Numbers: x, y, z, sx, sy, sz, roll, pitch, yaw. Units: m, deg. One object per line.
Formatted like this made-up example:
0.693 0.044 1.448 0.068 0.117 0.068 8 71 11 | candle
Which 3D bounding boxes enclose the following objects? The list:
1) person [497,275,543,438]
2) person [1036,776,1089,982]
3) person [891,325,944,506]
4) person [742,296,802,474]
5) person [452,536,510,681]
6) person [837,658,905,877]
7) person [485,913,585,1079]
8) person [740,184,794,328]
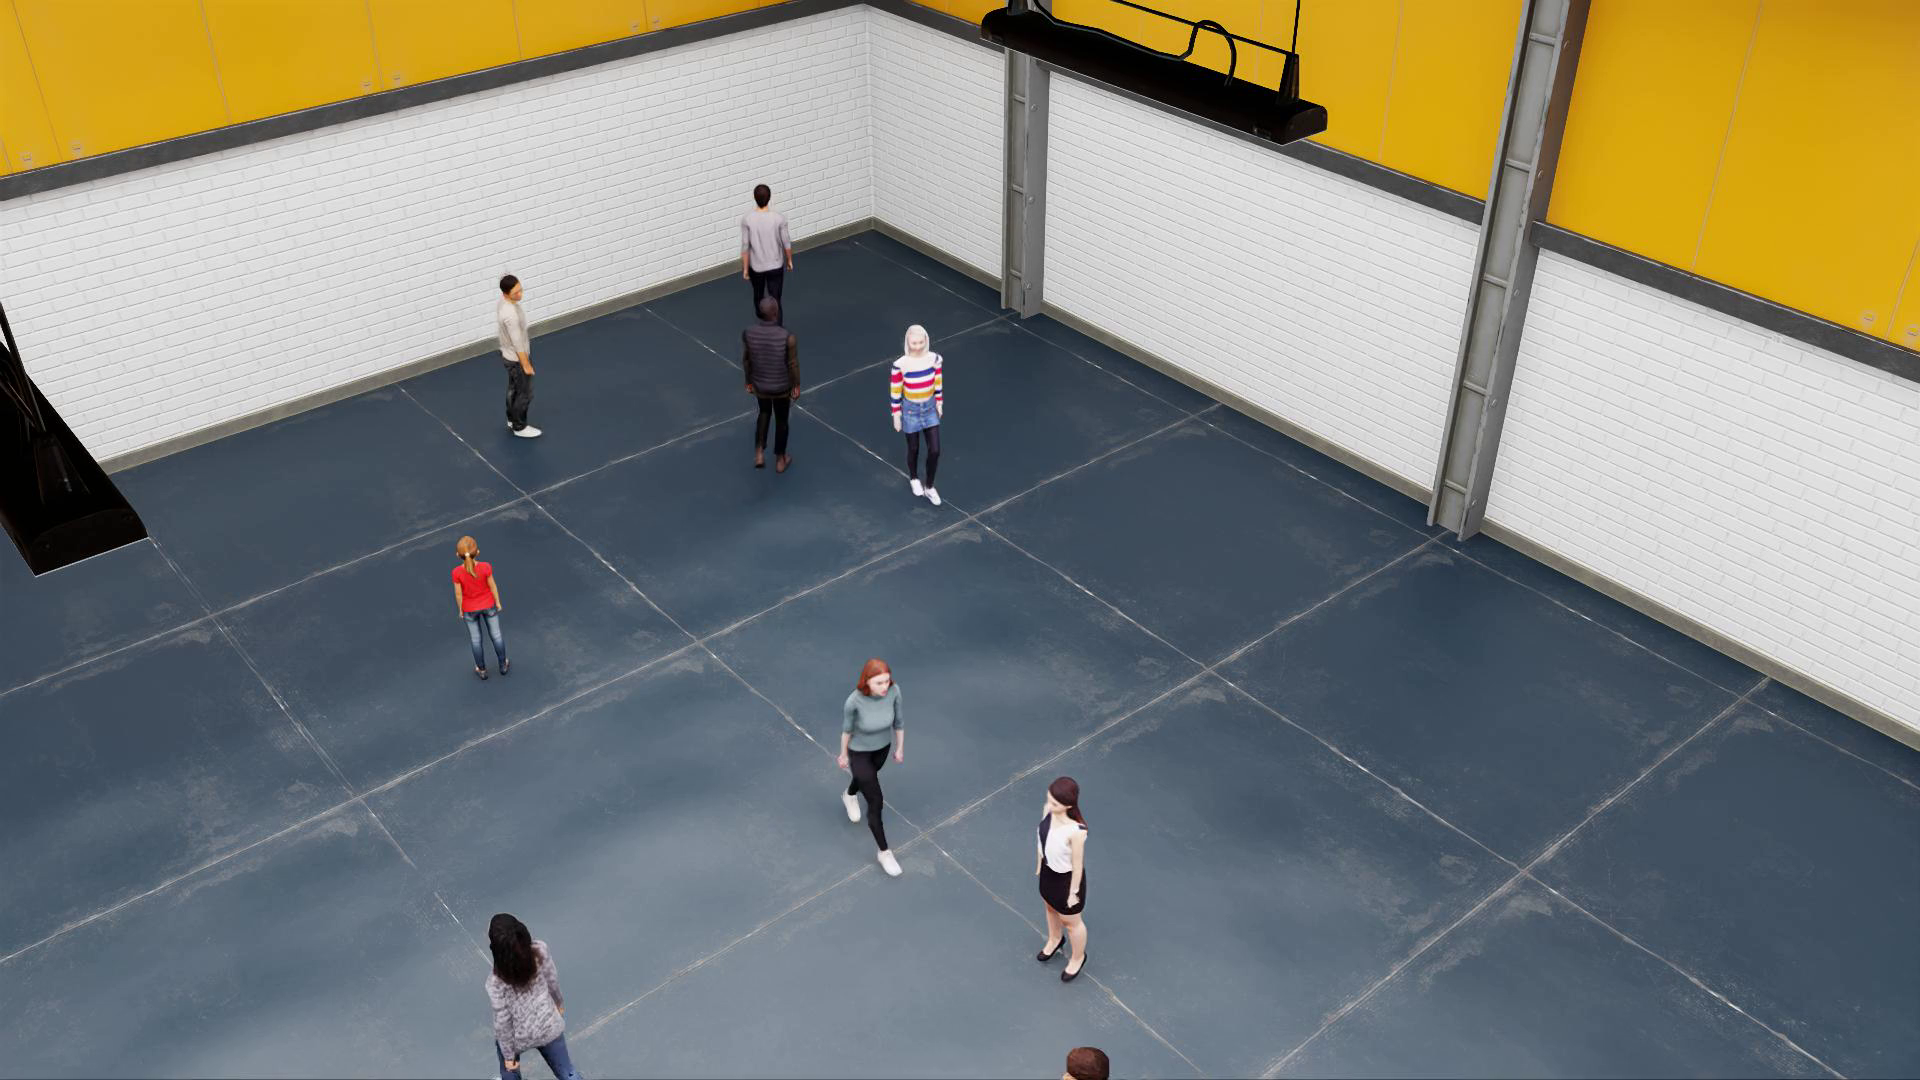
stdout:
-4.397 -1.805 16.319 0.980 1.768 0.644 -22 39 -29 | person
0.651 2.129 10.510 0.615 1.646 0.483 -22 39 -29 | person
-0.404 -1.215 15.411 0.812 1.790 0.879 -10 35 -15 | person
-1.799 -1.413 15.675 0.905 1.828 0.961 8 34 12 | person
-3.819 0.534 13.214 0.540 1.311 0.580 -12 35 -17 | person
-0.656 1.445 11.497 0.753 1.693 1.154 -15 36 -21 | person
-2.379 2.820 9.428 1.214 1.695 0.780 26 41 33 | person
-2.082 -2.898 17.937 1.122 1.797 1.250 -2 34 -2 | person
